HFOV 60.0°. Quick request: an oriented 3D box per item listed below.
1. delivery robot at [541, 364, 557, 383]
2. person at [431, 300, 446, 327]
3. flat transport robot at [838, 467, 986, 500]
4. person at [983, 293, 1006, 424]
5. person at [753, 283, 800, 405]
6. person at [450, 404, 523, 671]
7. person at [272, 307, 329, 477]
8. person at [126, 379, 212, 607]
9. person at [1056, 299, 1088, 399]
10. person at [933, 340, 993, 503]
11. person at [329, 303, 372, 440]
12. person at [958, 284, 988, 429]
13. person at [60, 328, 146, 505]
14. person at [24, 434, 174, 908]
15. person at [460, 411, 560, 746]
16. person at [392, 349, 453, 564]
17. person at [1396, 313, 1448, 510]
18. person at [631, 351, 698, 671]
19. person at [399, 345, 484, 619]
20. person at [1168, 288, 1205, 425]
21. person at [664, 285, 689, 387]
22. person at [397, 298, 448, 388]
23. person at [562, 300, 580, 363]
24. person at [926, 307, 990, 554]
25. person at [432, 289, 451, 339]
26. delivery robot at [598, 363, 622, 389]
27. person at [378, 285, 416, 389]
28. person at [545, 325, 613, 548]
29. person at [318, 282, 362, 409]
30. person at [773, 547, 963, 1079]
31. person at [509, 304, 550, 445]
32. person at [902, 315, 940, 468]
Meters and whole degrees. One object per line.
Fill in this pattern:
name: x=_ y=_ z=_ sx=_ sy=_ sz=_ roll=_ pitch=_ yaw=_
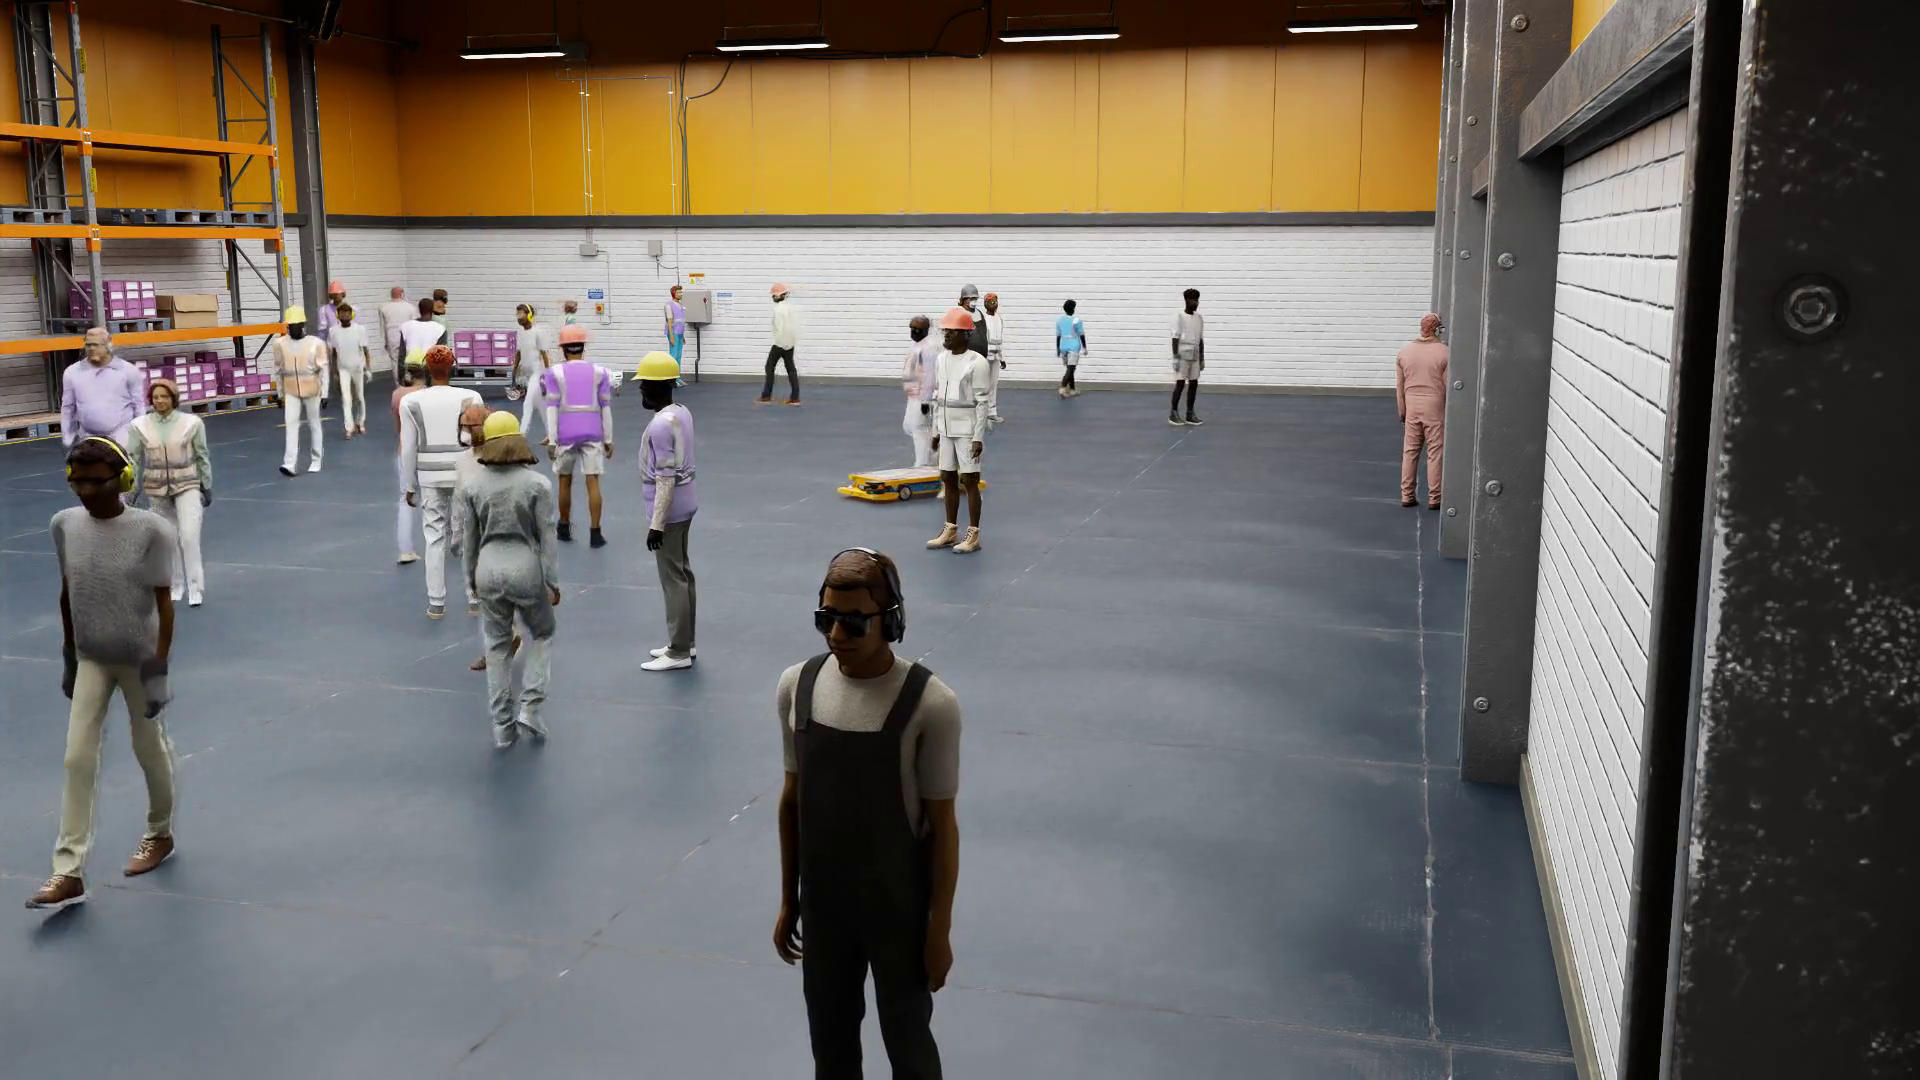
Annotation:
delivery robot: x=-6.853 y=-2.741 z=28.210 sx=0.707 sy=0.478 sz=0.477 roll=0 pitch=10 yaw=1
person: x=-9.044 y=-3.342 z=28.855 sx=0.279 sy=1.624 sz=0.494 roll=-10 pitch=14 yaw=-44
flat transport robot: x=-0.488 y=-0.597 z=17.140 sx=1.431 sy=0.197 sz=0.652 roll=-8 pitch=13 yaw=-37
person: x=0.431 y=-2.625 z=24.058 sx=0.573 sy=1.883 sz=0.354 roll=-9 pitch=14 yaw=-42
person: x=-2.970 y=-3.156 z=26.848 sx=0.893 sy=1.959 sz=0.623 roll=4 pitch=11 yaw=23
person: x=-2.859 y=-0.002 z=9.954 sx=0.520 sy=1.617 sz=0.353 roll=7 pitch=12 yaw=36
person: x=-7.336 y=-1.642 z=18.496 sx=0.615 sy=1.873 sz=0.970 roll=-1 pitch=10 yaw=-5
person: x=-5.604 y=-0.321 z=11.789 sx=0.529 sy=1.614 sz=0.729 roll=-3 pitch=10 yaw=-15
person: x=1.849 y=-3.230 z=28.091 sx=0.532 sy=1.666 sz=0.815 roll=9 pitch=14 yaw=42
person: x=0.020 y=-1.206 z=16.643 sx=0.591 sy=1.674 sz=0.390 roll=0 pitch=10 yaw=0
person: x=-8.143 y=-2.275 z=22.301 sx=0.534 sy=1.817 sz=0.998 roll=-2 pitch=10 yaw=-13
person: x=0.146 y=-2.538 z=23.123 sx=0.675 sy=2.000 sz=0.537 roll=-8 pitch=13 yaw=-39
person: x=-7.428 y=-0.917 z=14.465 sx=0.646 sy=1.868 sz=0.988 roll=-1 pitch=10 yaw=-8
person: x=-3.339 y=0.510 z=6.469 sx=0.535 sy=1.823 sz=0.929 roll=0 pitch=10 yaw=1
person: x=-2.301 y=0.201 z=8.537 sx=0.511 sy=1.710 sz=0.408 roll=0 pitch=10 yaw=1
person: x=-4.371 y=-0.698 z=13.634 sx=0.528 sy=1.713 sz=0.931 roll=2 pitch=10 yaw=11
person: x=4.561 y=-1.246 z=16.186 sx=0.642 sy=1.908 sz=0.408 roll=10 pitch=14 yaw=43
person: x=-1.776 y=-0.172 z=10.044 sx=0.369 sy=1.928 sz=0.586 roll=0 pitch=10 yaw=2
person: x=-3.521 y=-0.393 z=11.424 sx=0.573 sy=1.883 sz=0.354 roll=-3 pitch=10 yaw=-14
person: x=3.252 y=-2.615 z=23.779 sx=0.644 sy=1.956 sz=0.401 roll=-7 pitch=12 yaw=-35
person: x=-5.185 y=-3.713 z=30.328 sx=0.390 sy=1.846 sz=0.564 roll=2 pitch=10 yaw=12
person: x=-6.891 y=-2.164 z=21.416 sx=0.635 sy=1.890 sz=0.550 roll=0 pitch=10 yaw=1
person: x=-6.991 y=-3.477 z=29.689 sx=0.813 sy=1.597 sz=0.528 roll=-4 pitch=11 yaw=-22
person: x=-0.027 y=-0.909 z=13.891 sx=0.378 sy=2.044 sz=0.607 roll=-10 pitch=14 yaw=-43
person: x=-9.212 y=-3.514 z=29.292 sx=0.480 sy=1.812 sz=0.651 roll=-2 pitch=10 yaw=-10
delivery robot: x=-6.130 y=-2.778 z=28.422 sx=0.707 sy=0.478 sz=0.477 roll=4 pitch=11 yaw=22
person: x=-9.626 y=-3.420 z=28.576 sx=0.642 sy=1.887 sz=0.462 roll=-2 pitch=10 yaw=-10
person: x=-3.279 y=-0.890 z=14.286 sx=0.575 sy=1.884 sz=0.806 roll=-5 pitch=11 yaw=-25
person: x=-9.672 y=-3.010 z=25.916 sx=0.629 sy=1.992 sz=1.018 roll=-2 pitch=10 yaw=-13
person: x=-0.233 y=0.917 z=4.151 sx=0.501 sy=1.839 sz=0.341 roll=5 pitch=11 yaw=27
person: x=-5.512 y=-2.079 z=21.144 sx=0.541 sy=1.818 sz=0.963 roll=9 pitch=13 yaw=42
person: x=-0.412 y=-1.579 z=18.345 sx=0.459 sy=1.809 sz=0.647 roll=-1 pitch=10 yaw=-8
